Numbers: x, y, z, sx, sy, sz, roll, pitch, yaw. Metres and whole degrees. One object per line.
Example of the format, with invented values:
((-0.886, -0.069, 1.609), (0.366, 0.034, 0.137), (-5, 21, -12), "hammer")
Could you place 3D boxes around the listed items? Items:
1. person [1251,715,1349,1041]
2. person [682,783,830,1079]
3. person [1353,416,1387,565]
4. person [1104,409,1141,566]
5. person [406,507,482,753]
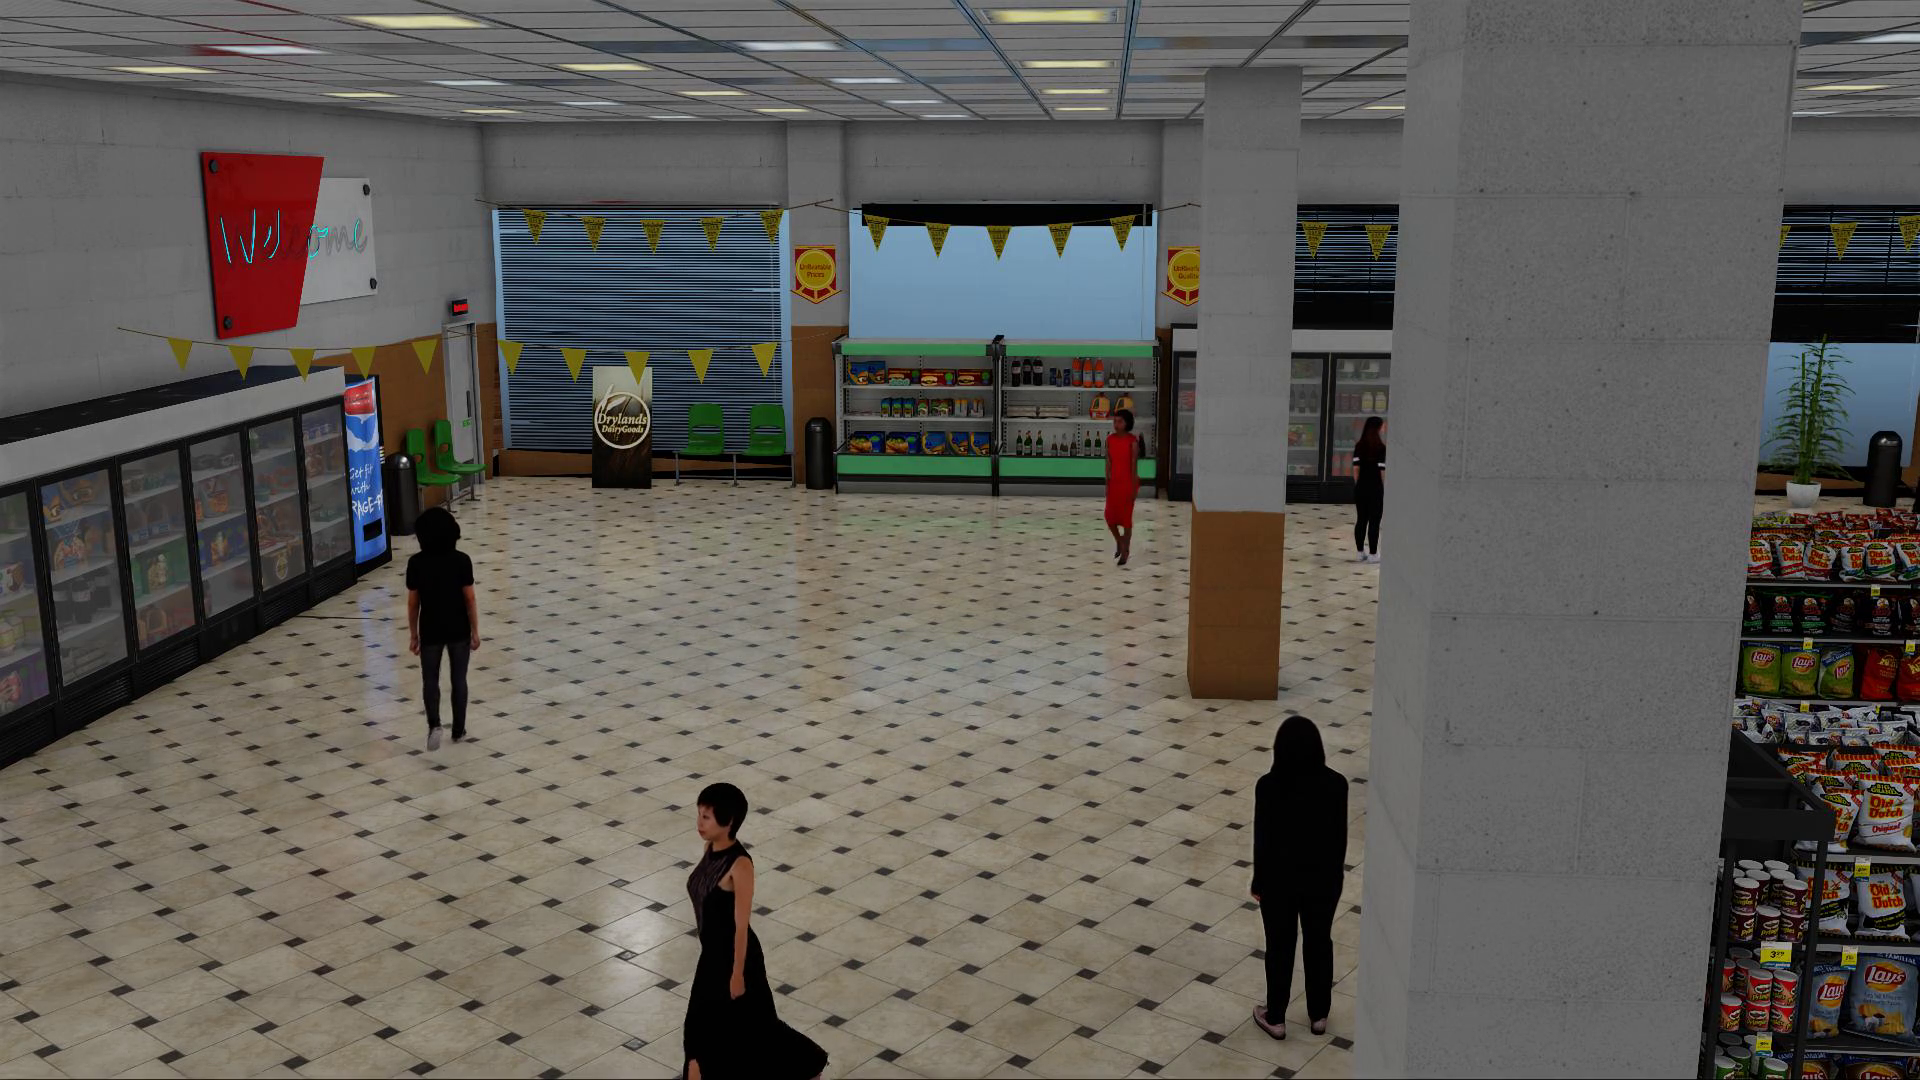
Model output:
((1.650, 1.636, 8.096), (0.641, 1.615, 0.761), (-2, 12, -9), "person")
((-0.919, 1.830, 7.286), (1.102, 1.568, 0.980), (-8, 14, -33), "person")
((4.556, -0.561, 18.469), (0.770, 1.639, 0.713), (-9, 15, -37), "person")
((1.848, -0.584, 18.358), (0.695, 1.731, 0.765), (8, 14, 32), "person")
((-3.792, 0.672, 12.185), (0.976, 1.815, 0.902), (-3, 12, -13), "person")
